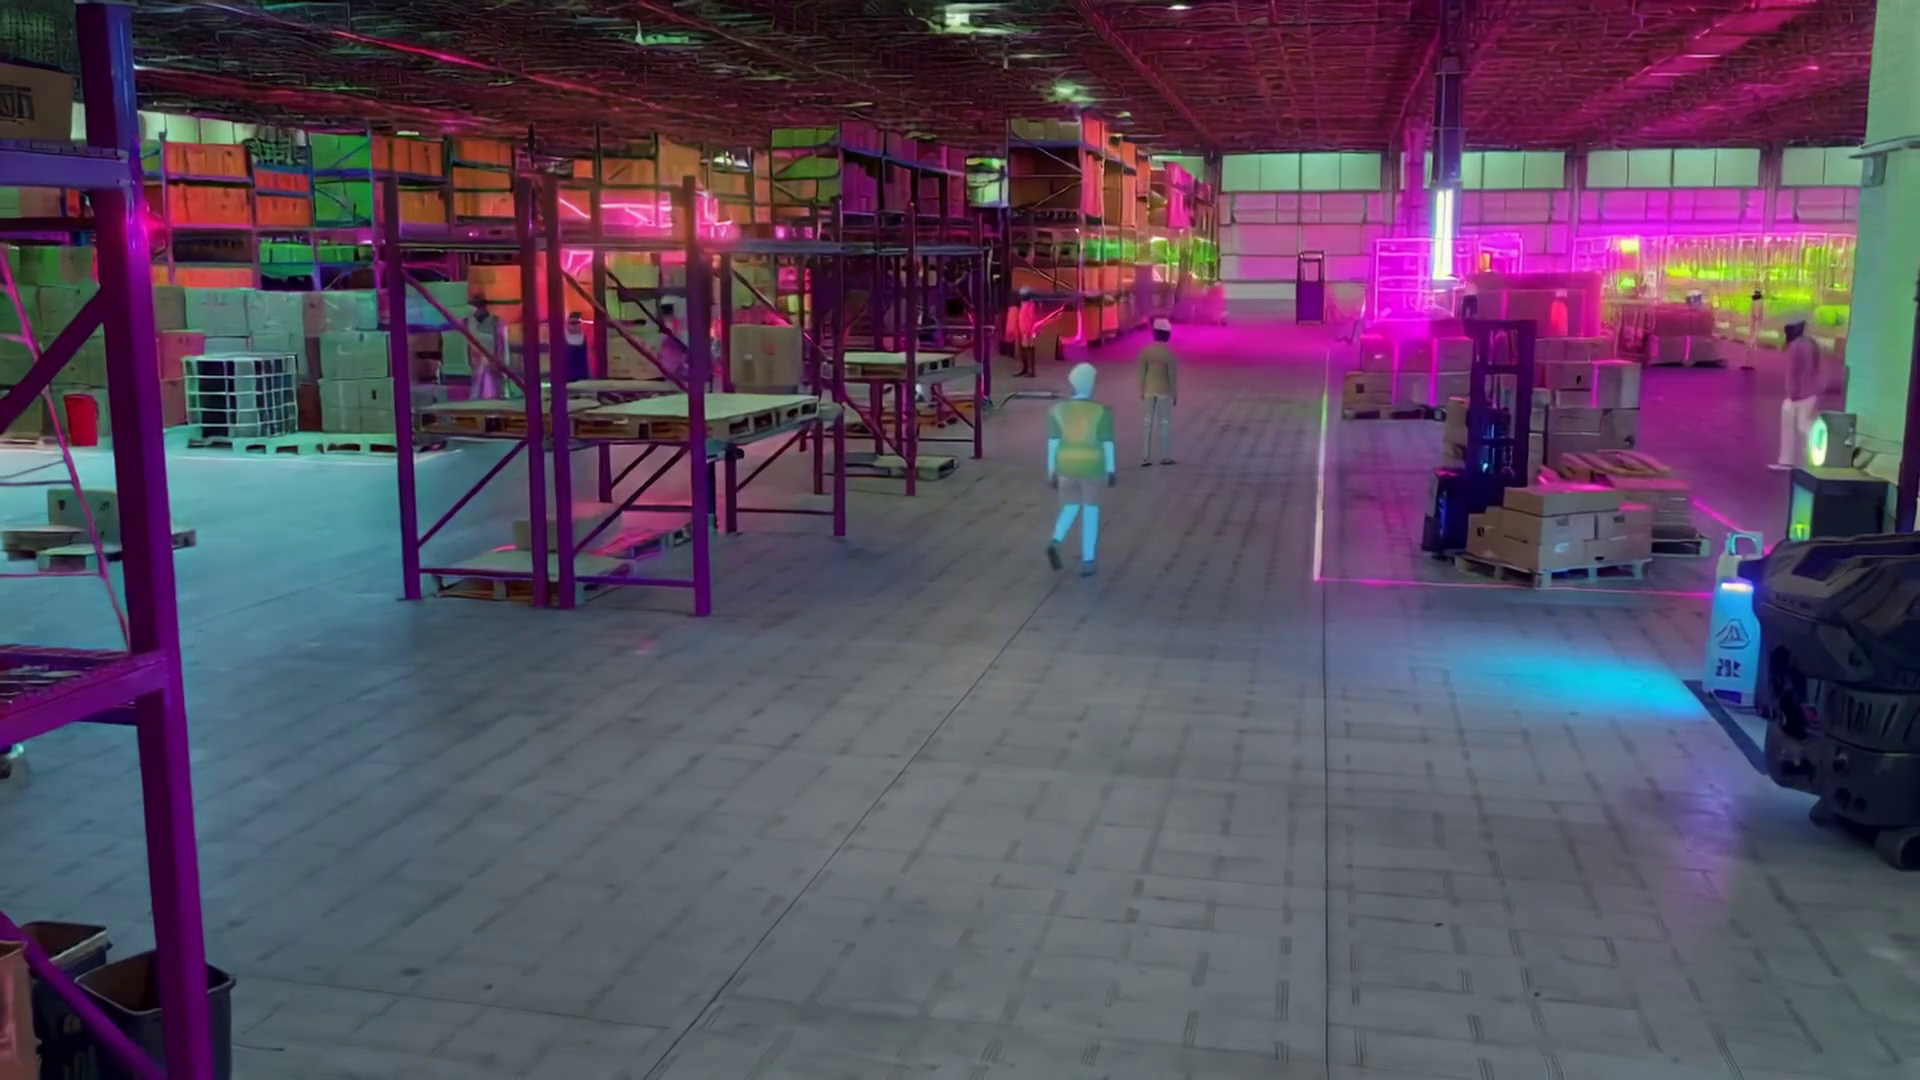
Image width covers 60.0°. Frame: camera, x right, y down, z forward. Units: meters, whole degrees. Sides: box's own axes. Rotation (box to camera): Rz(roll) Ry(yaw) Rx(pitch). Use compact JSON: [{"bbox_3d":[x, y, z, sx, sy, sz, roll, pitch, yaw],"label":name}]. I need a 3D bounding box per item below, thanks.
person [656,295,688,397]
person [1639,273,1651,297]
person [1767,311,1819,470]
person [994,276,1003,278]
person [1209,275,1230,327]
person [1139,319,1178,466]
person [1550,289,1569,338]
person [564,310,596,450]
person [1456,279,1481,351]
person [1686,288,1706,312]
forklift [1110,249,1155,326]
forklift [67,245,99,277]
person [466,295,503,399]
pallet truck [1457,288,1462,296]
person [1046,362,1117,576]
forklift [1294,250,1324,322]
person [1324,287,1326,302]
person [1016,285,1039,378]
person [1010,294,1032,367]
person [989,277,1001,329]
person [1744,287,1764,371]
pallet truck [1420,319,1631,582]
[{"bbox_3d":[-4.818,-3.177,27.976,1.025,1.886,0.547,-7,12,-36],"label":"person"},{"bbox_3d":[30.195,-10.795,73.160,0.967,1.856,0.667,3,10,19],"label":"person"},{"bbox_3d":[9.878,-1.713,19.347,0.597,1.882,0.787,-6,11,-32],"label":"person"},{"bbox_3d":[2.174,-14.060,92.385,0.568,1.884,1.006,0,10,-2],"label":"person"},{"bbox_3d":[9.452,-8.710,60.750,1.048,1.876,0.650,-8,13,-40],"label":"person"},{"bbox_3d":[2.396,-1.766,19.965,0.528,1.765,0.328,8,13,41],"label":"person"},{"bbox_3d":[13.801,-4.912,38.484,0.595,1.808,0.822,-9,13,-42],"label":"person"},{"bbox_3d":[-4.909,-2.042,21.418,0.542,1.820,0.762,-5,11,-27],"label":"person"},{"bbox_3d":[11.840,-5.064,38.678,0.585,2.000,0.693,6,11,30],"label":"person"},{"bbox_3d":[21.139,-6.421,47.842,0.553,1.648,0.854,2,10,14],"label":"person"},{"bbox_3d":[6.492,-9.277,61.143,1.873,2.768,1.129,2,10,12],"label":"forklift"},{"bbox_3d":[-22.760,-6.292,43.468,1.873,2.768,1.129,2,10,12],"label":"forklift"},{"bbox_3d":[-7.811,-3.084,27.392,0.595,1.901,0.419,1,10,6],"label":"person"},{"bbox_3d":[20.506,-9.785,68.819,0.653,1.274,1.630,2,10,12],"label":"pallet truck"},{"bbox_3d":[0.922,-0.543,12.954,0.550,1.681,0.435,5,11,26],"label":"person"},{"bbox_3d":[13.778,-10.002,65.433,1.129,2.768,1.873,2,10,12],"label":"forklift"},{"bbox_3d":[15.215,-10.180,70.322,0.509,1.576,0.875,7,12,35],"label":"person"},{"bbox_3d":[1.400,-4.358,34.799,0.377,1.936,0.549,-7,12,-35],"label":"person"},{"bbox_3d":[1.423,-4.804,38.212,0.553,1.671,0.637,-4,11,-24],"label":"person"},{"bbox_3d":[1.130,-8.443,59.224,0.650,1.866,0.879,-2,10,-13],"label":"person"},{"bbox_3d":[17.706,-4.698,37.030,0.309,1.864,0.534,4,10,21],"label":"person"},{"bbox_3d":[4.543,-0.757,13.299,0.823,1.965,1.885,-4,10,-22],"label":"pallet truck"}]
